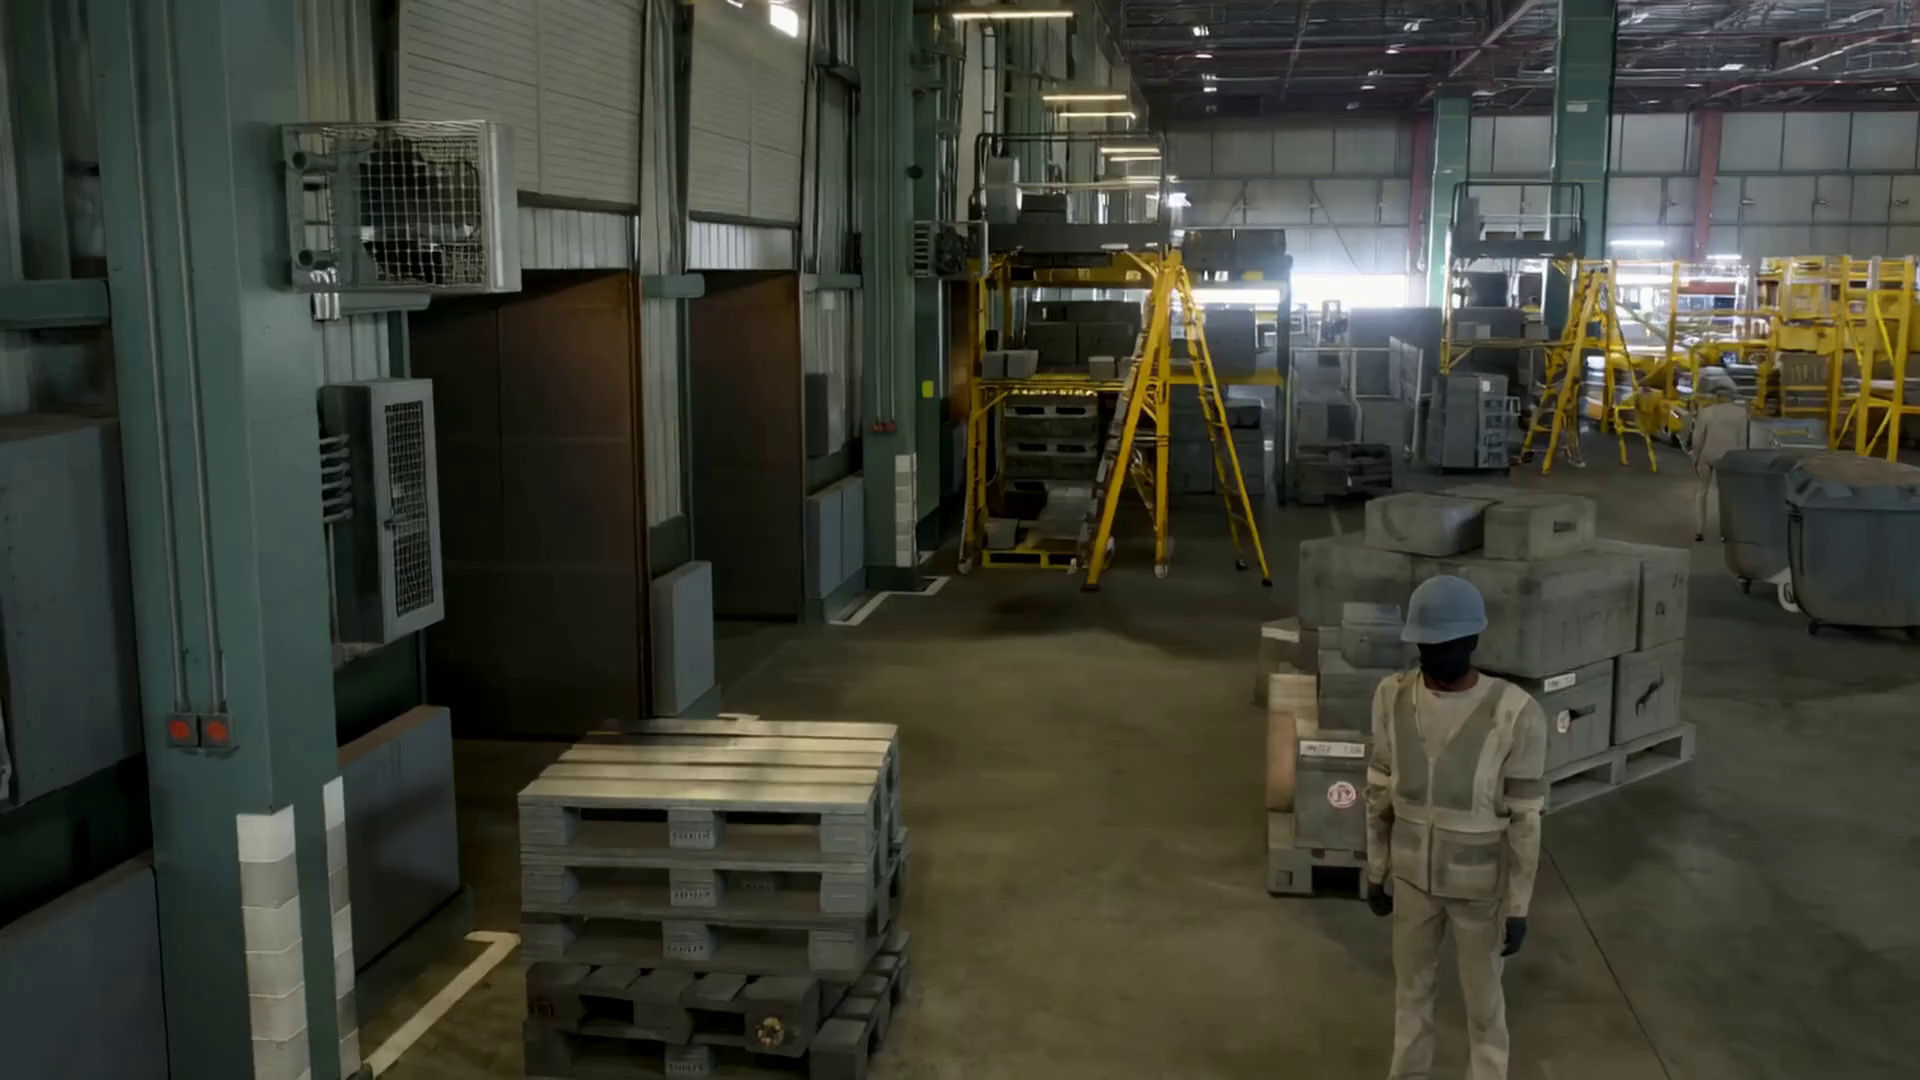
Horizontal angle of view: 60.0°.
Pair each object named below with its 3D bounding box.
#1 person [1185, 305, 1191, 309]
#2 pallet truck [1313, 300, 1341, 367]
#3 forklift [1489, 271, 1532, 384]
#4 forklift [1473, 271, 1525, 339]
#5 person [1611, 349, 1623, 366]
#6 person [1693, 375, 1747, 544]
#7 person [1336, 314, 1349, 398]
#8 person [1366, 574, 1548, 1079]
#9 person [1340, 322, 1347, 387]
[{"bbox_3d":[6.095,-5.313,44.475,0.392,1.927,0.545,4,10,25],"label":"person"},{"bbox_3d":[11.159,-6.200,49.718,0.823,1.965,1.885,4,10,26],"label":"pallet truck"},{"bbox_3d":[13.422,-5.322,41.591,1.873,2.768,1.129,1,9,9],"label":"forklift"},{"bbox_3d":[14.324,-5.915,45.245,1.873,2.768,1.129,-3,10,-17],"label":"forklift"},{"bbox_3d":[18.051,-5.514,45.737,0.649,1.917,0.614,6,11,31],"label":"person"},{"bbox_3d":[7.936,-0.838,17.388,0.524,1.760,0.327,7,11,36],"label":"person"},{"bbox_3d":[8.652,-4.087,37.069,0.576,1.872,0.445,4,10,23],"label":"person"},{"bbox_3d":[1.529,1.052,5.245,0.584,1.920,0.395,8,12,42],"label":"person"},{"bbox_3d":[9.497,-4.545,40.647,0.513,1.631,0.485,7,11,36],"label":"person"}]
